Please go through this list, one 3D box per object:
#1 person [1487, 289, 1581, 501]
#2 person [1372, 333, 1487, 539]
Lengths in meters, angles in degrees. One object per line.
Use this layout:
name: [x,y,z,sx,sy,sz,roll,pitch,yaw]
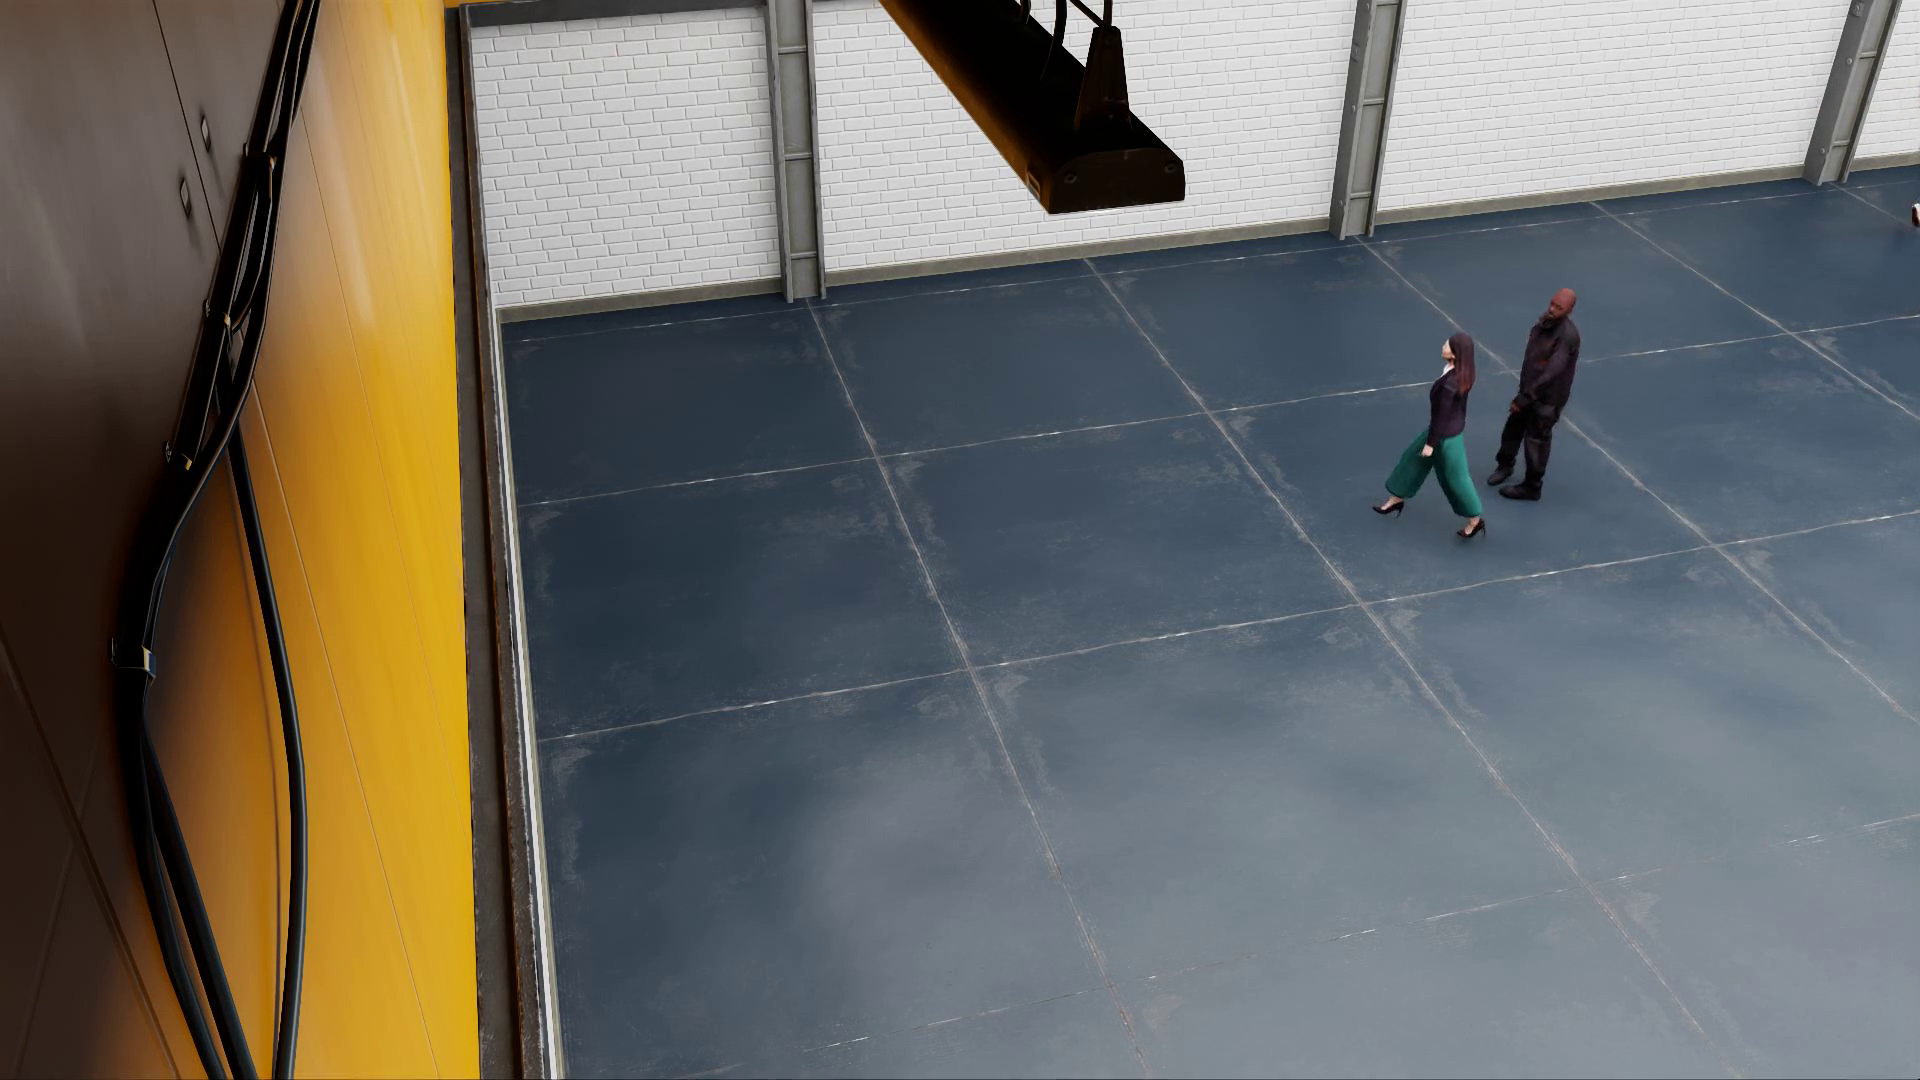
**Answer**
person: [4.644,-1.137,13.079,0.726,1.805,0.713,-2,34,-3]
person: [3.749,-0.735,12.575,1.185,1.693,1.067,15,36,21]
